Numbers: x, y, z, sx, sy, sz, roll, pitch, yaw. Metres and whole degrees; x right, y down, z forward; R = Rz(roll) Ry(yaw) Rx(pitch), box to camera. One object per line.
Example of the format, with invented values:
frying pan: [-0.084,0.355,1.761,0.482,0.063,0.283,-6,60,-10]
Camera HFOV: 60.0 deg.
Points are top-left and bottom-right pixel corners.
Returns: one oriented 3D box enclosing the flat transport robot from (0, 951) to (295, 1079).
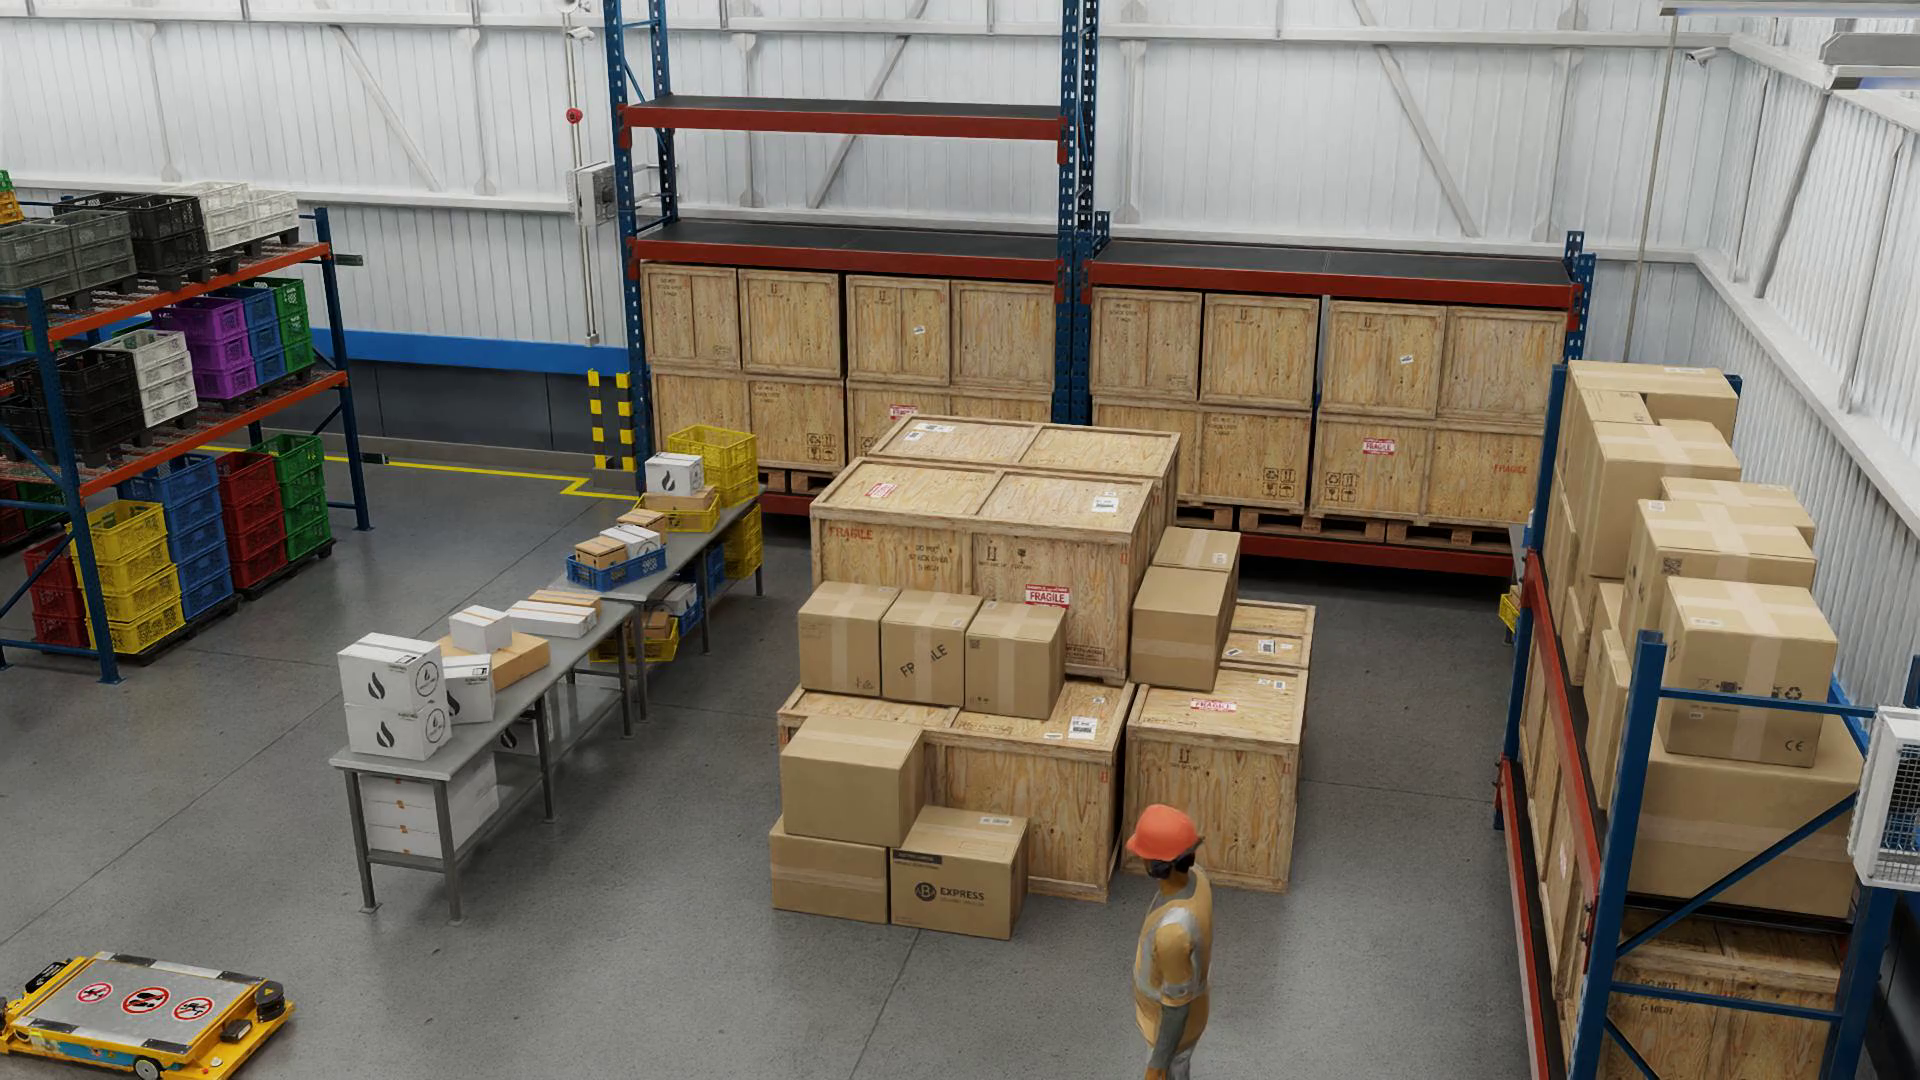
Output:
flat transport robot: [-4.270,2.464,8.601,1.431,0.231,0.659,5,22,13]

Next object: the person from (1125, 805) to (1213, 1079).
person: [0.873,2.061,7.183,0.394,2.033,0.612,5,22,13]
